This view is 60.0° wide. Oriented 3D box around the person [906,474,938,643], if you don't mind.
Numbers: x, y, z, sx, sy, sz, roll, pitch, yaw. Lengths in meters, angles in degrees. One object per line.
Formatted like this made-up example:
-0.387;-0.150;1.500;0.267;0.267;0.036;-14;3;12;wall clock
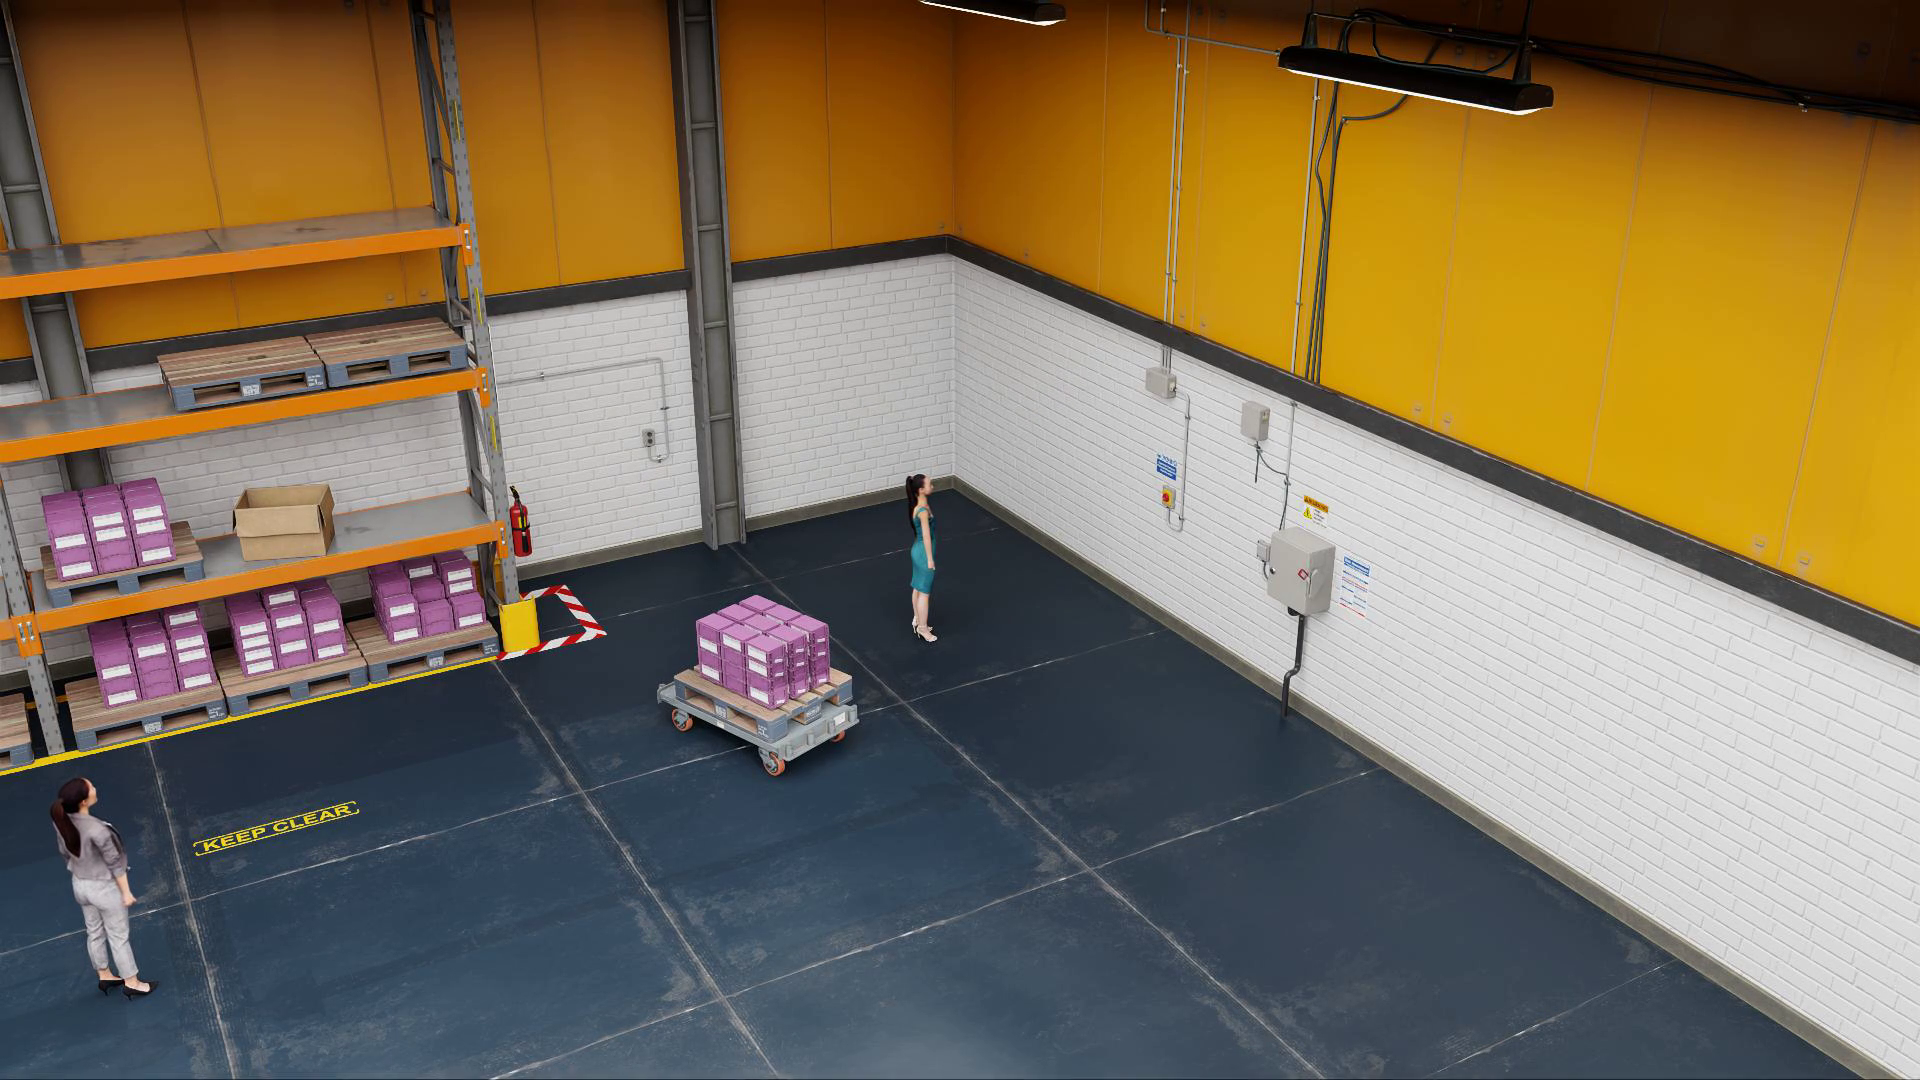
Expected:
-0.350;0.157;15.926;0.581;1.687;0.600;-5;24;-11;person

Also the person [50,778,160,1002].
-5.697;2.313;11.004;0.729;1.679;0.777;9;25;19;person
